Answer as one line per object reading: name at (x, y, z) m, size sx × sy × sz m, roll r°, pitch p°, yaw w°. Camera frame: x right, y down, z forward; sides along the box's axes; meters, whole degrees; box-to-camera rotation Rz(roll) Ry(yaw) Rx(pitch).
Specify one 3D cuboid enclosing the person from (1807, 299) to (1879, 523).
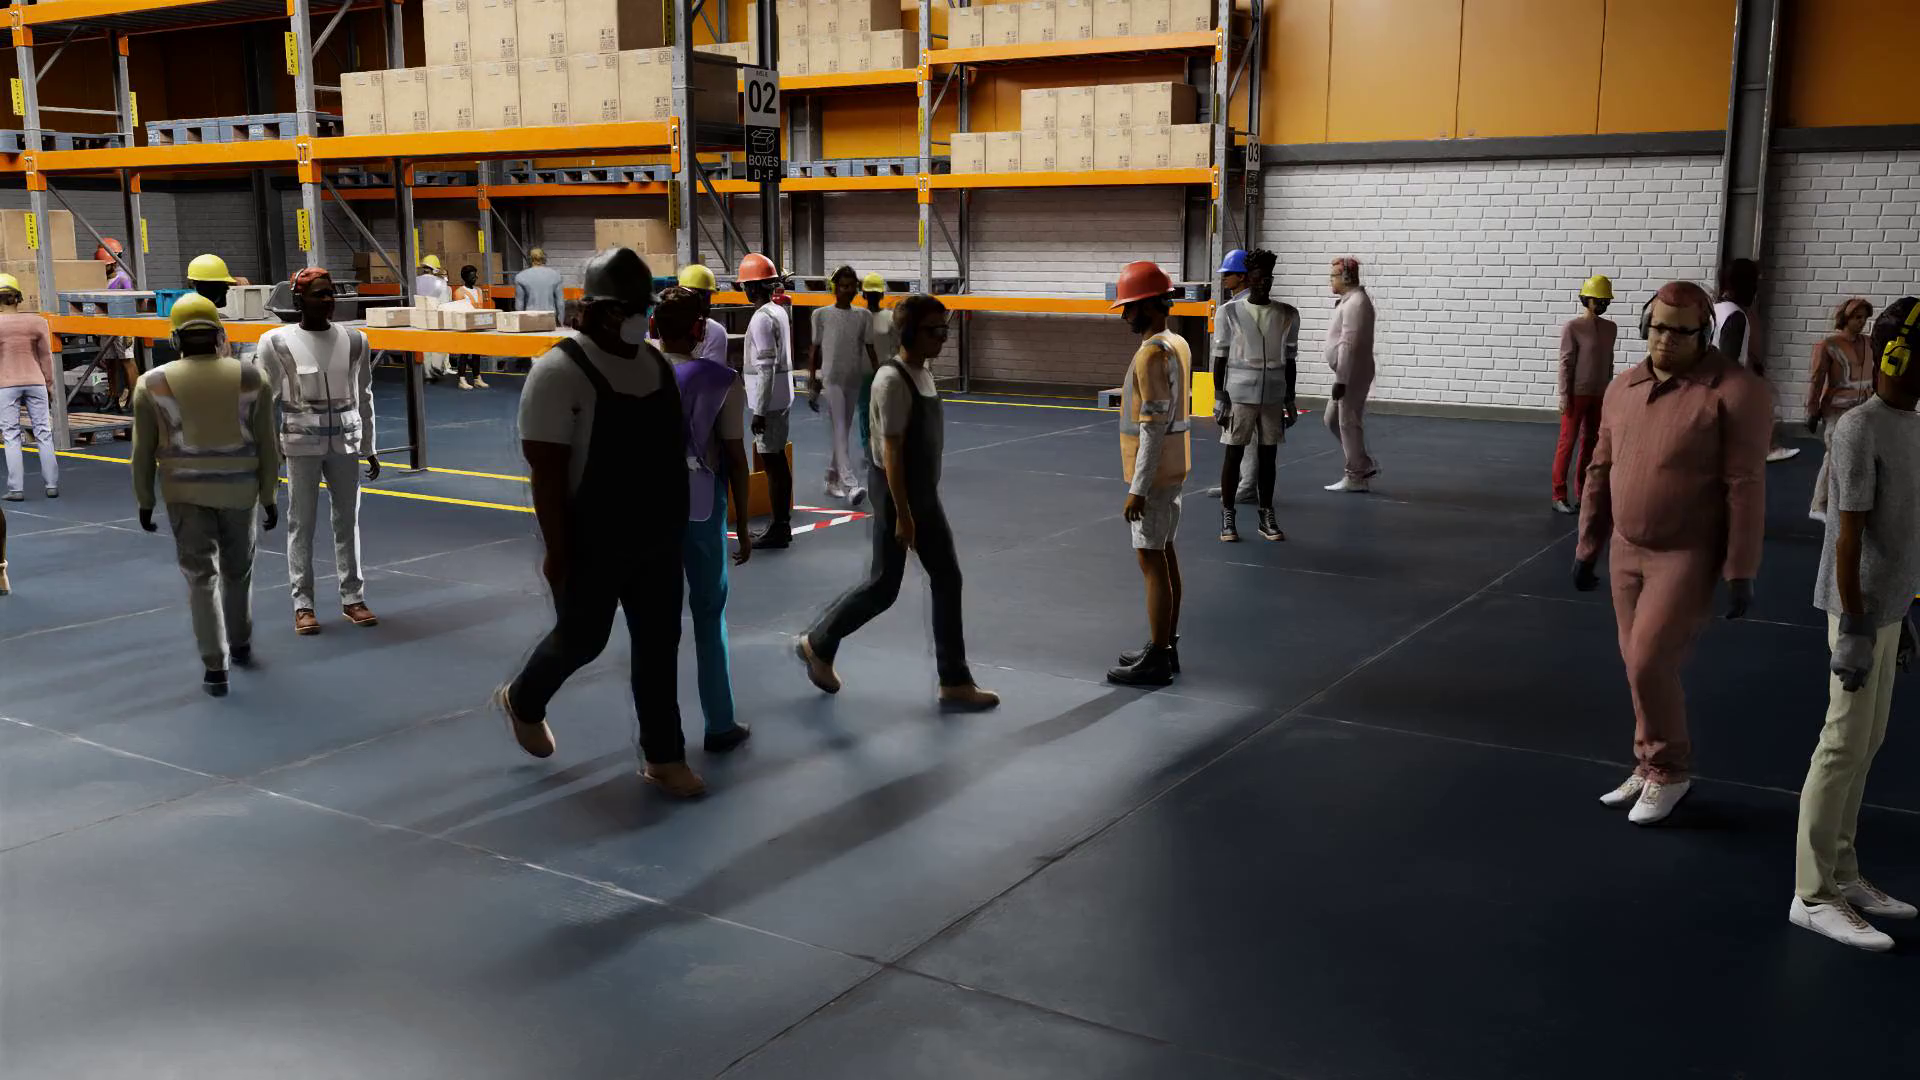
person at (6.253, -0.859, 11.597) m, size 0.524 × 1.609 × 0.785 m, roll -4°, pitch 11°, yaw -19°

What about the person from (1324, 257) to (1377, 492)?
person at (3.130, -1.321, 13.385) m, size 0.403 × 1.888 × 0.686 m, roll 2°, pitch 10°, yaw 10°

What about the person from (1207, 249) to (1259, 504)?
person at (2.154, -1.252, 12.822) m, size 0.404 × 1.948 × 0.605 m, roll -1°, pitch 10°, yaw -6°

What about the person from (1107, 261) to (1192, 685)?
person at (0.857, -0.298, 7.592) m, size 0.372 × 1.929 × 0.543 m, roll 4°, pitch 11°, yaw 19°

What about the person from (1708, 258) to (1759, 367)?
person at (5.258, -0.978, 11.449) m, size 0.520 × 1.895 × 0.596 m, roll 1°, pitch 10°, yaw 3°

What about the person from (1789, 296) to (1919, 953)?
person at (2.667, 0.235, 4.825) m, size 0.329 × 1.865 × 0.512 m, roll 9°, pitch 14°, yaw 41°

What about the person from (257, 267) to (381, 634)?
person at (-3.310, -0.463, 8.631) m, size 0.584 × 1.884 × 0.348 m, roll -8°, pitch 13°, yaw -38°

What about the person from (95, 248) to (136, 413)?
person at (-9.914, -2.443, 19.468) m, size 0.543 × 1.933 × 0.364 m, roll 3°, pitch 11°, yaw 16°

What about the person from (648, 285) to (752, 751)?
person at (-1.111, -0.074, 6.578) m, size 0.571 × 1.843 × 0.373 m, roll 1°, pitch 10°, yaw 8°

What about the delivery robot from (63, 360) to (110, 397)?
delivery robot at (-10.674, -1.960, 20.351) m, size 0.707 × 0.478 × 0.477 m, roll 4°, pitch 11°, yaw 24°

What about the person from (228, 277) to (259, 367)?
person at (-7.639, -1.989, 17.779) m, size 0.279 × 1.634 × 0.499 m, roll 2°, pitch 10°, yaw 9°

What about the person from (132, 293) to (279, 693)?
person at (-3.458, -0.227, 7.638) m, size 0.606 × 1.793 × 0.857 m, roll -6°, pitch 12°, yaw -29°

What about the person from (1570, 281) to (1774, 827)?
person at (2.397, 0.055, 5.757) m, size 0.544 × 1.878 × 0.696 m, roll -4°, pitch 11°, yaw -23°

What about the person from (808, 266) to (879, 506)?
person at (-0.861, -1.179, 12.780) m, size 0.539 × 1.816 × 1.017 m, roll -4°, pitch 11°, yaw -23°

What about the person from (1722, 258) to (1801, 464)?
person at (7.149, -1.628, 15.172) m, size 0.995 × 1.856 × 0.641 m, roll 4°, pitch 11°, yaw 21°

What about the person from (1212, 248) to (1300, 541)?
person at (1.993, -0.971, 11.216) m, size 0.606 × 1.966 × 0.367 m, roll -2°, pitch 10°, yaw -8°

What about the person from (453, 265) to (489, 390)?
person at (-6.658, -2.889, 22.624) m, size 0.320 × 1.687 × 0.533 m, roll 4°, pitch 11°, yaw 23°

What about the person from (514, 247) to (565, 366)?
person at (-5.545, -2.895, 21.981) m, size 0.643 × 1.924 × 0.504 m, roll -5°, pitch 11°, yaw -26°

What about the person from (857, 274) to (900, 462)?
person at (-0.790, -1.512, 14.911) m, size 0.530 × 1.720 × 0.916 m, roll 0°, pitch 10°, yaw -2°

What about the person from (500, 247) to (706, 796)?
person at (-1.351, -0.092, 6.140) m, size 0.859 × 2.000 × 0.693 m, roll 8°, pitch 13°, yaw 37°

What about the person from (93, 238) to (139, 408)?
person at (-10.158, -2.606, 20.062) m, size 0.392 × 2.045 × 0.608 m, roll -7°, pitch 12°, yaw -33°

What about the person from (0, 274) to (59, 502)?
person at (-7.327, -1.178, 12.939) m, size 0.522 × 1.761 × 0.327 m, roll -10°, pitch 14°, yaw -44°

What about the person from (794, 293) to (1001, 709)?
person at (-0.289, -0.166, 7.199) m, size 0.816 × 1.822 × 0.499 m, roll 5°, pitch 11°, yaw 26°

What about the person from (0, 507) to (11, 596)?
person at (-5.641, -0.651, 9.259) m, size 0.392 × 2.034 × 0.605 m, roll 3°, pitch 11°, yaw 18°

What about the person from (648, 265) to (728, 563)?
person at (-1.707, -0.789, 10.520) m, size 0.615 × 1.864 × 0.835 m, roll 7°, pitch 12°, yaw 33°

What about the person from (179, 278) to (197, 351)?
person at (-8.943, -2.321, 19.622) m, size 0.358 × 1.623 × 0.532 m, roll 7°, pitch 13°, yaw 36°

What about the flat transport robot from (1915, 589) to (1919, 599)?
flat transport robot at (5.602, 0.244, 9.182) m, size 0.652 × 0.197 × 1.431 m, roll -3°, pitch 11°, yaw -16°

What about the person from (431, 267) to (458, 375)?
person at (-7.797, -3.290, 25.015) m, size 0.277 × 1.629 × 0.496 m, roll 5°, pitch 11°, yaw 26°

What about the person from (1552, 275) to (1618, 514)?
person at (4.664, -1.073, 12.344) m, size 0.533 × 1.765 × 0.326 m, roll -5°, pitch 11°, yaw -24°

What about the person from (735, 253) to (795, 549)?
person at (-1.285, -0.904, 10.938) m, size 0.376 × 1.934 × 0.546 m, roll 1°, pitch 10°, yaw 6°

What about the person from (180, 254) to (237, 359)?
person at (-4.973, -0.928, 11.087) m, size 0.387 × 1.926 × 0.591 m, roll -6°, pitch 12°, yaw -29°

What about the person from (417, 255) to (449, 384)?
person at (-7.453, -3.103, 23.438) m, size 0.601 × 1.811 × 0.428 m, roll 1°, pitch 10°, yaw 6°
